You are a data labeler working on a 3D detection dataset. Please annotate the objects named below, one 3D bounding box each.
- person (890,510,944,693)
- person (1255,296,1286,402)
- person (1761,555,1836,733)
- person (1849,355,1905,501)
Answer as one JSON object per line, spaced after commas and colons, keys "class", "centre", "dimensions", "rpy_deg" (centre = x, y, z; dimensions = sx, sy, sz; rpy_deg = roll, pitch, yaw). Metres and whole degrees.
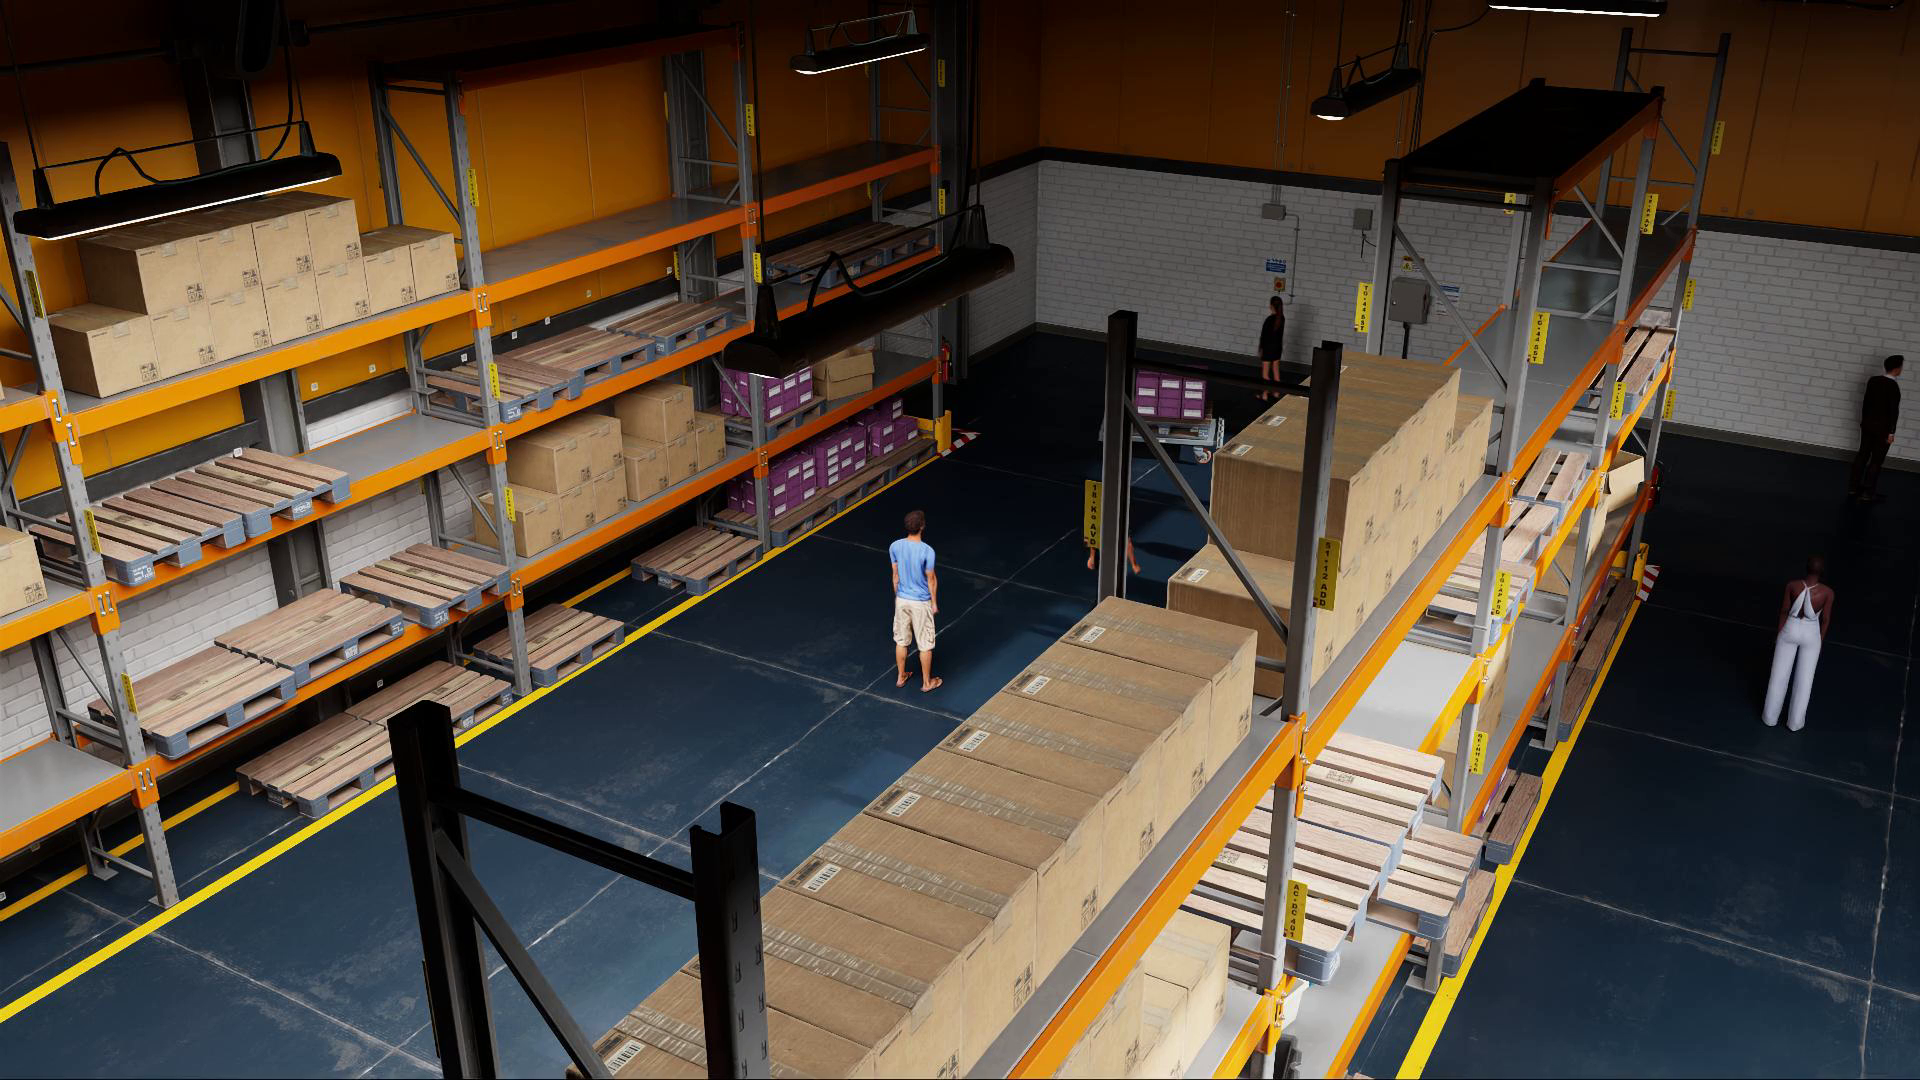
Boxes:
{"class": "person", "centre": [-0.446, 0.586, 16.232], "dimensions": [0.658, 1.863, 0.570], "rpy_deg": [10, 26, 23]}
{"class": "person", "centre": [4.593, -2.830, 24.434], "dimensions": [0.613, 1.553, 0.691], "rpy_deg": [-13, 27, -26]}
{"class": "person", "centre": [7.814, 0.953, 15.491], "dimensions": [0.567, 1.784, 0.468], "rpy_deg": [12, 27, 26]}
{"class": "person", "centre": [11.497, -1.421, 20.820], "dimensions": [0.833, 1.865, 0.770], "rpy_deg": [-6, 24, -13]}
